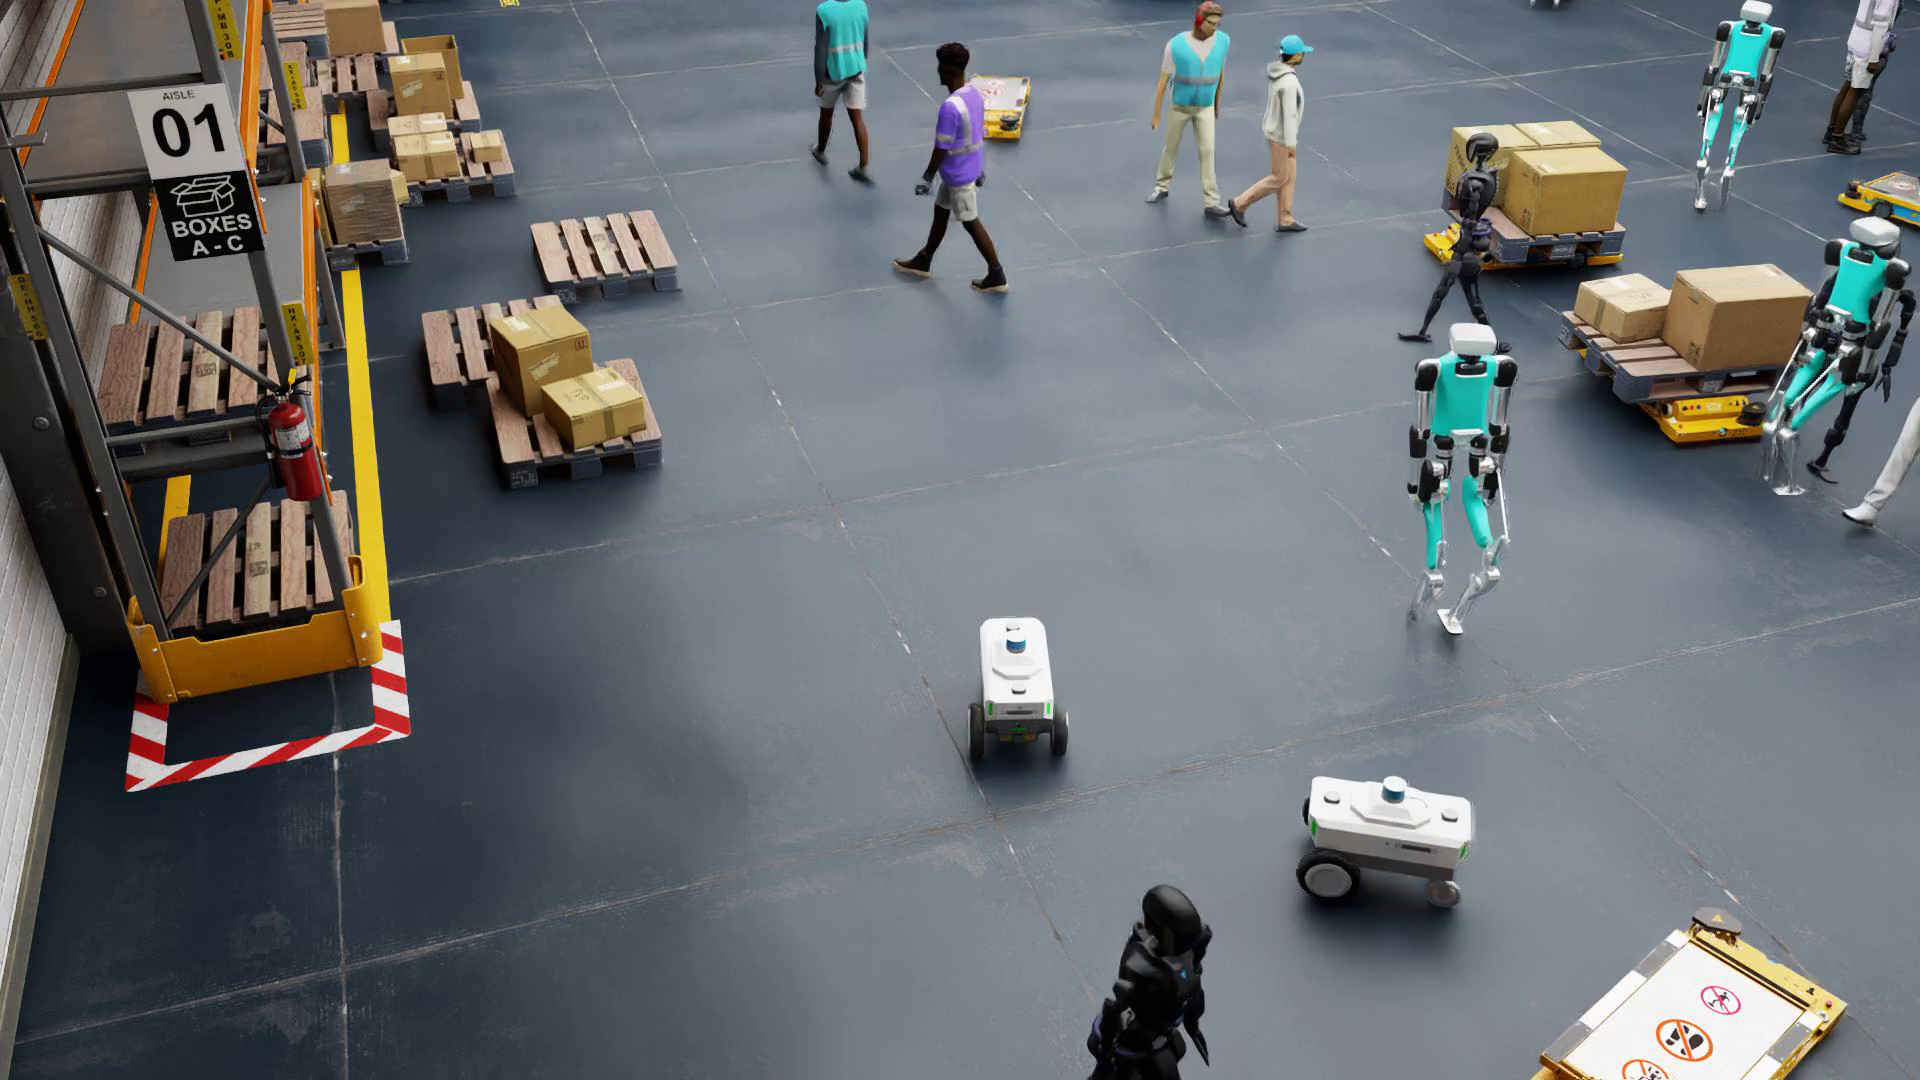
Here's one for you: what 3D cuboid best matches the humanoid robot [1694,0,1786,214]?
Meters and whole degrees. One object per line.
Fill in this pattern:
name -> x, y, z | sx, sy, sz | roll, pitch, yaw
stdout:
humanoid robot -> 6.459, -3.527, 13.993 | 0.543, 1.876, 0.666 | 14, 36, 20

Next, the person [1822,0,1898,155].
person -> 8.363, -4.522, 15.278 | 0.383, 1.929, 0.541 | 6, 34, 9

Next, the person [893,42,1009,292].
person -> -0.047, -2.830, 12.700 | 0.989, 1.913, 0.606 | 8, 34, 12

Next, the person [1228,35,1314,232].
person -> 2.605, -3.323, 13.680 | 0.640, 1.646, 0.493 | 3, 33, 5

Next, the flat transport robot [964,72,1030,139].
flat transport robot -> 0.318, -4.298, 16.451 | 0.659, 0.231, 1.431 | 4, 33, 5

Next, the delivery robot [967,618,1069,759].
delivery robot -> 0.283, 0.744, 8.470 | 0.499, 0.610, 0.814 | -1, 33, -1

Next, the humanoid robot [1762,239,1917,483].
humanoid robot -> 5.514, -1.154, 10.344 | 0.607, 1.648, 0.463 | 18, 37, 25

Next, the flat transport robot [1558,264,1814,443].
flat transport robot -> 4.927, -1.117, 11.572 | 0.659, 0.231, 1.431 | -5, 33, -8

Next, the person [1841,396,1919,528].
person -> 5.805, -0.790, 9.788 | 0.925, 1.658, 0.471 | -18, 37, -25

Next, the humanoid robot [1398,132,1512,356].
humanoid robot -> 3.633, -2.080, 11.823 | 0.816, 1.641, 0.596 | 10, 34, 14

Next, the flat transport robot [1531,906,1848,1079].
flat transport robot -> 2.937, 2.046, 6.721 | 1.431, 0.231, 0.659 | -25, 41, -33

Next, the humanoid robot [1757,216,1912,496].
humanoid robot -> 5.202, -1.059, 10.168 | 0.709, 1.791, 0.558 | -15, 36, -22

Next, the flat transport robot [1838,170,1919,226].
flat transport robot -> 8.343, -2.806, 14.162 | 0.659, 0.231, 1.431 | -21, 38, -28

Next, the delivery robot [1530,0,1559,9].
delivery robot -> 7.069, -6.697, 19.857 | 0.499, 0.583, 0.767 | 15, 36, 21

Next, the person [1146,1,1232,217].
person -> 1.944, -3.611, 14.005 | 0.649, 1.793, 0.830 | -6, 34, -9

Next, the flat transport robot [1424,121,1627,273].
flat transport robot -> 4.595, -2.419, 13.569 | 1.431, 0.231, 0.659 | -5, 33, -8

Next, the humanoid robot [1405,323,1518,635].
humanoid robot -> 2.679, -0.194, 8.844 | 0.541, 1.795, 0.811 | -2, 33, -3

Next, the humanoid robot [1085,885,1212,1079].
humanoid robot -> 0.660, 1.812, 5.797 | 0.570, 1.634, 0.610 | 28, 42, 35

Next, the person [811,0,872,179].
person -> -1.066, -4.205, 14.831 | 0.574, 1.884, 0.963 | -16, 36, -23

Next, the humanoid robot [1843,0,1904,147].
humanoid robot -> 8.495, -4.515, 15.486 | 0.353, 1.655, 0.599 | 25, 41, 33

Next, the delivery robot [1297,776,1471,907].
delivery robot -> 1.905, 1.334, 7.563 | 0.786, 0.608, 0.499 | 7, 34, 11
